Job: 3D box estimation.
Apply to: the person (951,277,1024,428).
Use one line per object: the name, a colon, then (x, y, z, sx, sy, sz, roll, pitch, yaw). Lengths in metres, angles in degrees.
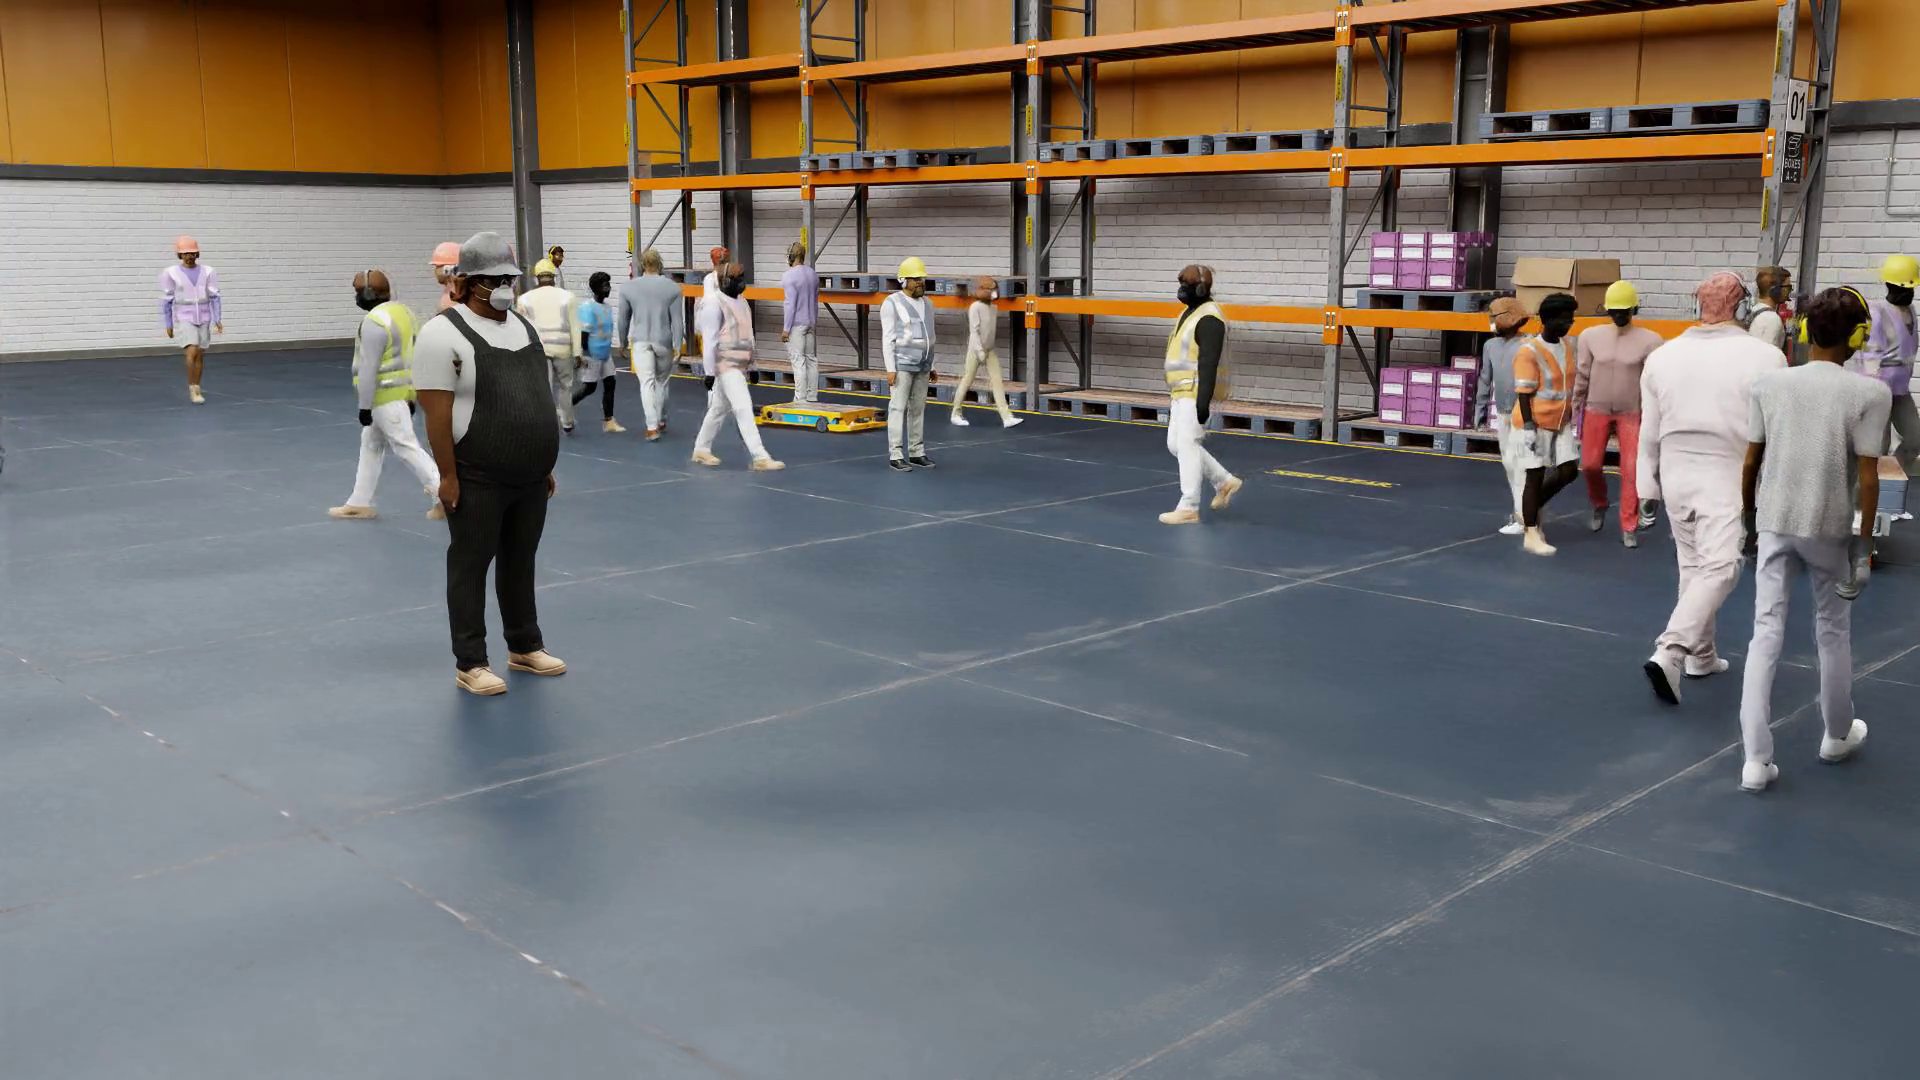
person: (0.255, -1.976, 17.563, 0.900, 1.579, 0.499, 8, 13, 38)

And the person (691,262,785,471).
person: (-1.985, -1.505, 14.449, 0.948, 1.799, 0.644, 3, 11, 17)

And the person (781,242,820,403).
person: (-1.854, -2.463, 19.252, 0.353, 1.937, 0.635, 6, 12, 28)

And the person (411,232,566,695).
person: (-2.044, -0.348, 7.444, 0.537, 2.000, 0.682, 6, 12, 29)

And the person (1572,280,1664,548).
person: (4.255, -0.821, 10.833, 0.577, 1.733, 0.525, 5, 12, 28)

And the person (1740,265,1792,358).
person: (5.736, -1.072, 12.036, 0.855, 1.818, 0.515, 0, 10, 2)

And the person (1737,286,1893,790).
person: (3.175, -0.022, 6.225, 0.539, 1.826, 0.915, 9, 14, 41)

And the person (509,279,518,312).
person: (-7.569, -3.891, 27.323, 0.610, 1.829, 0.451, -8, 13, -38)

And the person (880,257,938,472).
person: (-0.414, -1.514, 14.362, 0.403, 1.835, 0.587, 10, 14, 42)

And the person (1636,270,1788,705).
person: (3.264, -0.239, 7.307, 0.910, 1.879, 0.630, -7, 13, -35)

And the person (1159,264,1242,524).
person: (1.699, -1.021, 11.703, 0.536, 1.822, 0.642, -1, 10, -5)

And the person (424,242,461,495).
person: (-3.796, -1.303, 12.840, 0.741, 1.974, 0.621, 0, 10, 0)

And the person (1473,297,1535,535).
person: (3.731, -0.838, 11.288, 0.497, 1.599, 0.538, -5, 11, -25)

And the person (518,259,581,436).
person: (-4.038, -1.874, 16.452, 0.604, 1.782, 0.907, -2, 11, -8)

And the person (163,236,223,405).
person: (-9.144, -2.621, 19.919, 0.596, 2.003, 0.776, -10, 14, -42)

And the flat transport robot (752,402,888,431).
flat transport robot: (-1.491, -1.307, 17.501, 1.431, 0.197, 0.652, 7, 13, 35)

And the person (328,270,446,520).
person: (-4.018, -1.013, 11.780, 0.981, 1.791, 0.630, 0, 10, -2)

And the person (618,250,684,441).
person: (-3.078, -1.936, 16.590, 0.647, 1.884, 1.041, -2, 11, -10)

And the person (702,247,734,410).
person: (-2.776, -2.444, 19.304, 0.356, 1.883, 0.573, -7, 12, -33)

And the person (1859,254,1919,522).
person: (6.531, -1.041, 11.634, 0.639, 1.886, 0.520, -7, 13, -34)

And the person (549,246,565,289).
person: (-5.914, -3.366, 24.393, 0.327, 1.862, 0.517, 2, 10, 8)

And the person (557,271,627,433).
person: (-3.792, -1.911, 16.976, 0.653, 1.663, 0.558, 3, 11, 18)

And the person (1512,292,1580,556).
person: (3.684, -0.722, 10.472, 0.568, 1.667, 0.423, -6, 12, -31)
